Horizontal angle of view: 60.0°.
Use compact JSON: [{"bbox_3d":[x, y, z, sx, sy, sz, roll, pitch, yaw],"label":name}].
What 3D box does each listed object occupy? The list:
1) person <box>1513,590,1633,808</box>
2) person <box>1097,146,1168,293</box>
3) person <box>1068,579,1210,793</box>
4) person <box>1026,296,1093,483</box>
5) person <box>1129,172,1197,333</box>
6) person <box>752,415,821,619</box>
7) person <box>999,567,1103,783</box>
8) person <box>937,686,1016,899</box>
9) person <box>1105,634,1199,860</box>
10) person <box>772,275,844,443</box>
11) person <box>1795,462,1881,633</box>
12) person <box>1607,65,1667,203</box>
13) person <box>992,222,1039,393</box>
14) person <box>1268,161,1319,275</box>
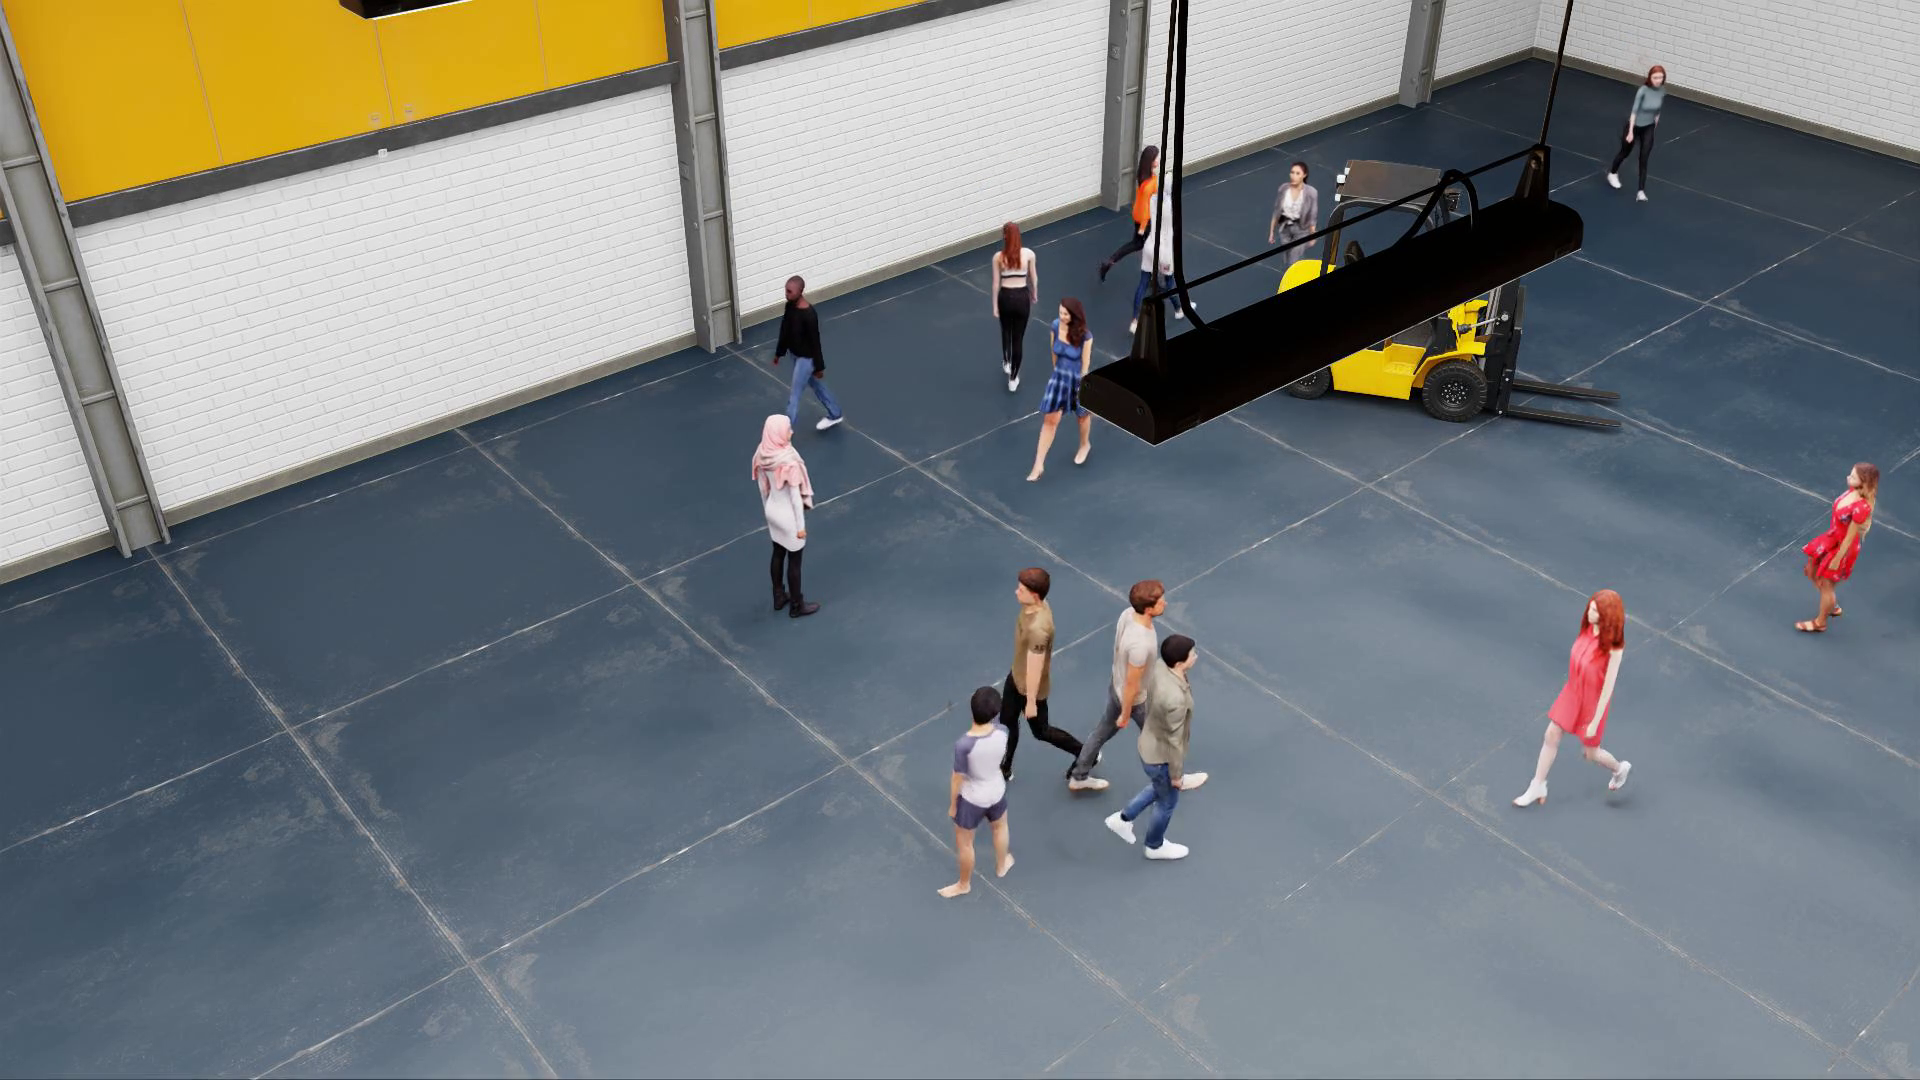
[{"bbox_3d":[4.316,1.128,11.309,1.128,1.804,0.852,-10,35,-15],"label":"person"},{"bbox_3d":[1.962,-3.519,18.372,1.133,1.723,0.993,-2,34,-3],"label":"person"},{"bbox_3d":[1.083,1.055,11.387,1.297,1.839,1.086,-4,34,-6],"label":"person"},{"bbox_3d":[1.049,-1.395,15.149,0.830,1.754,1.190,21,39,28],"label":"person"},{"bbox_3d":[2.034,-3.005,17.589,1.096,1.736,0.686,-22,40,-30],"label":"person"},{"bbox_3d":[-1.400,-0.189,13.291,0.584,1.803,0.628,-28,42,-35],"label":"person"},{"bbox_3d":[0.575,0.985,11.504,1.270,1.824,1.077,-4,34,-6],"label":"person"},{"bbox_3d":[0.111,1.651,10.750,0.850,1.550,0.524,27,42,34],"label":"person"},{"bbox_3d":[1.246,1.377,10.893,0.989,1.848,0.926,-3,34,-4],"label":"person"},{"bbox_3d":[-1.407,-1.719,15.687,1.184,1.699,0.683,-21,39,-28],"label":"person"},{"bbox_3d":[7.006,0.085,13.075,0.797,1.584,0.743,9,35,14],"label":"person"},{"bbox_3d":[8.470,-5.133,20.834,1.184,1.686,1.097,-7,34,-10],"label":"person"},{"bbox_3d":[0.536,-2.284,16.513,0.905,1.725,0.958,3,34,4],"label":"person"},{"bbox_3d":[3.678,-3.359,18.189,0.739,1.659,0.784,20,39,28],"label":"person"}]
